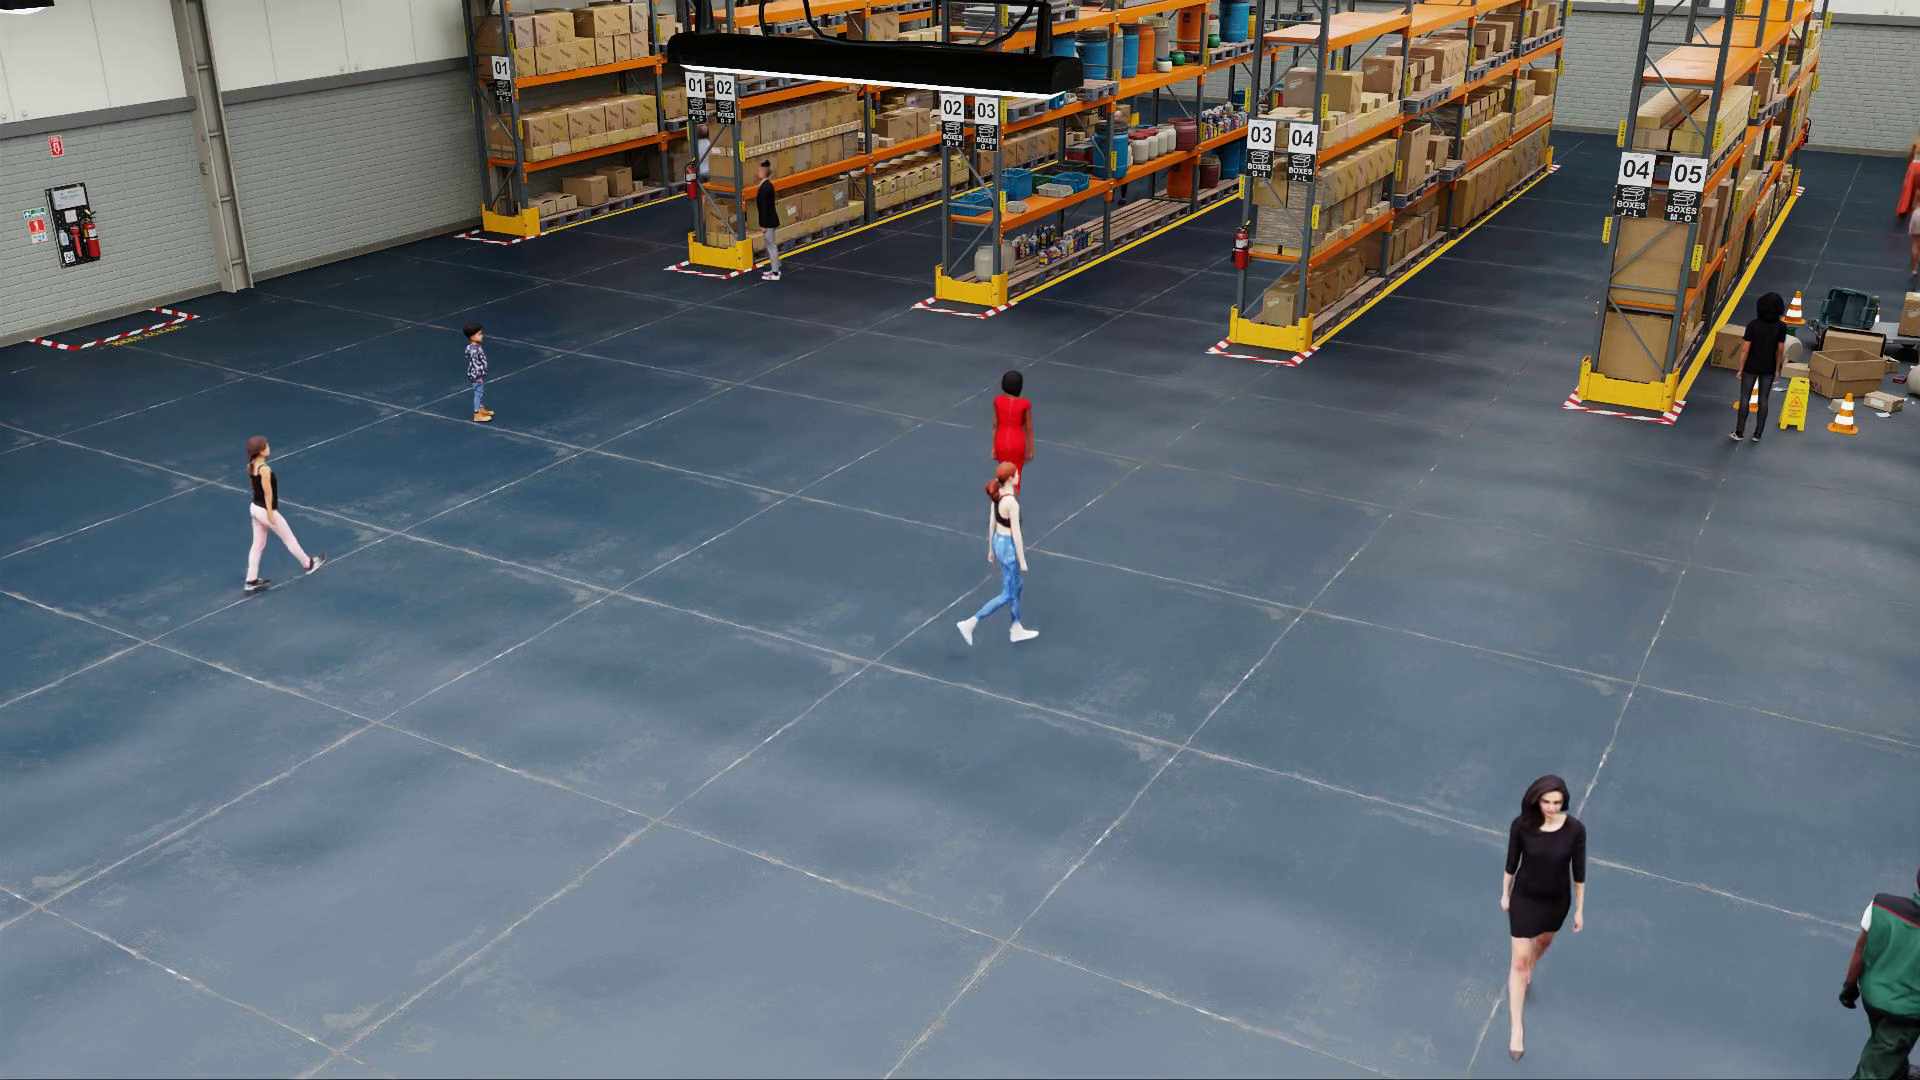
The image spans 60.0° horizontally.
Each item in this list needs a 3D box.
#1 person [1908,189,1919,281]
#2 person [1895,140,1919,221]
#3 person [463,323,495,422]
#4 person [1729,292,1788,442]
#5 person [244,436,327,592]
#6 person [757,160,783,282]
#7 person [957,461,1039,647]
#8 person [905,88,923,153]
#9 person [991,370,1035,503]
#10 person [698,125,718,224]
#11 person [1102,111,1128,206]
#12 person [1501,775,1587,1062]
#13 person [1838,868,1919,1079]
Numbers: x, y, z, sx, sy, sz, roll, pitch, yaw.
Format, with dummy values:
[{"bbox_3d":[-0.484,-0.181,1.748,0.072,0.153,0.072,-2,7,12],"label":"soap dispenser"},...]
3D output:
[{"bbox_3d":[15.826,-5.146,27.370,0.620,1.740,0.910,8,24,19],"label":"person"},{"bbox_3d":[18.063,-6.890,31.452,0.835,1.755,1.305,21,31,40],"label":"person"},{"bbox_3d":[-6.059,-2.117,20.876,0.623,1.248,0.541,-2,23,-4],"label":"person"},{"bbox_3d":[9.652,-2.094,20.071,0.690,1.836,0.637,5,24,12],"label":"person"},{"bbox_3d":[-6.779,-0.224,16.090,0.627,1.510,1.070,17,28,35],"label":"person"},{"bbox_3d":[-3.138,-5.276,27.412,0.855,1.947,0.722,1,23,2],"label":"person"},{"bbox_3d":[0.339,0.173,14.834,1.092,1.763,0.974,-9,25,-20],"label":"person"},{"bbox_3d":[-1.031,-9.732,38.318,0.682,1.613,1.016,17,28,34],"label":"person"},{"bbox_3d":[0.511,-0.914,17.429,0.651,1.732,0.662,7,24,15],"label":"person"},{"bbox_3d":[-4.769,-6.905,31.389,0.686,1.832,0.617,8,24,18],"label":"person"},{"bbox_3d":[3.125,-7.584,32.984,0.726,1.834,0.643,19,29,37],"label":"person"},{"bbox_3d":[3.524,2.185,10.110,0.852,1.757,1.175,5,24,12],"label":"person"},{"bbox_3d":[5.074,2.604,9.100,1.307,1.776,1.075,-14,27,-29],"label":"person"}]
